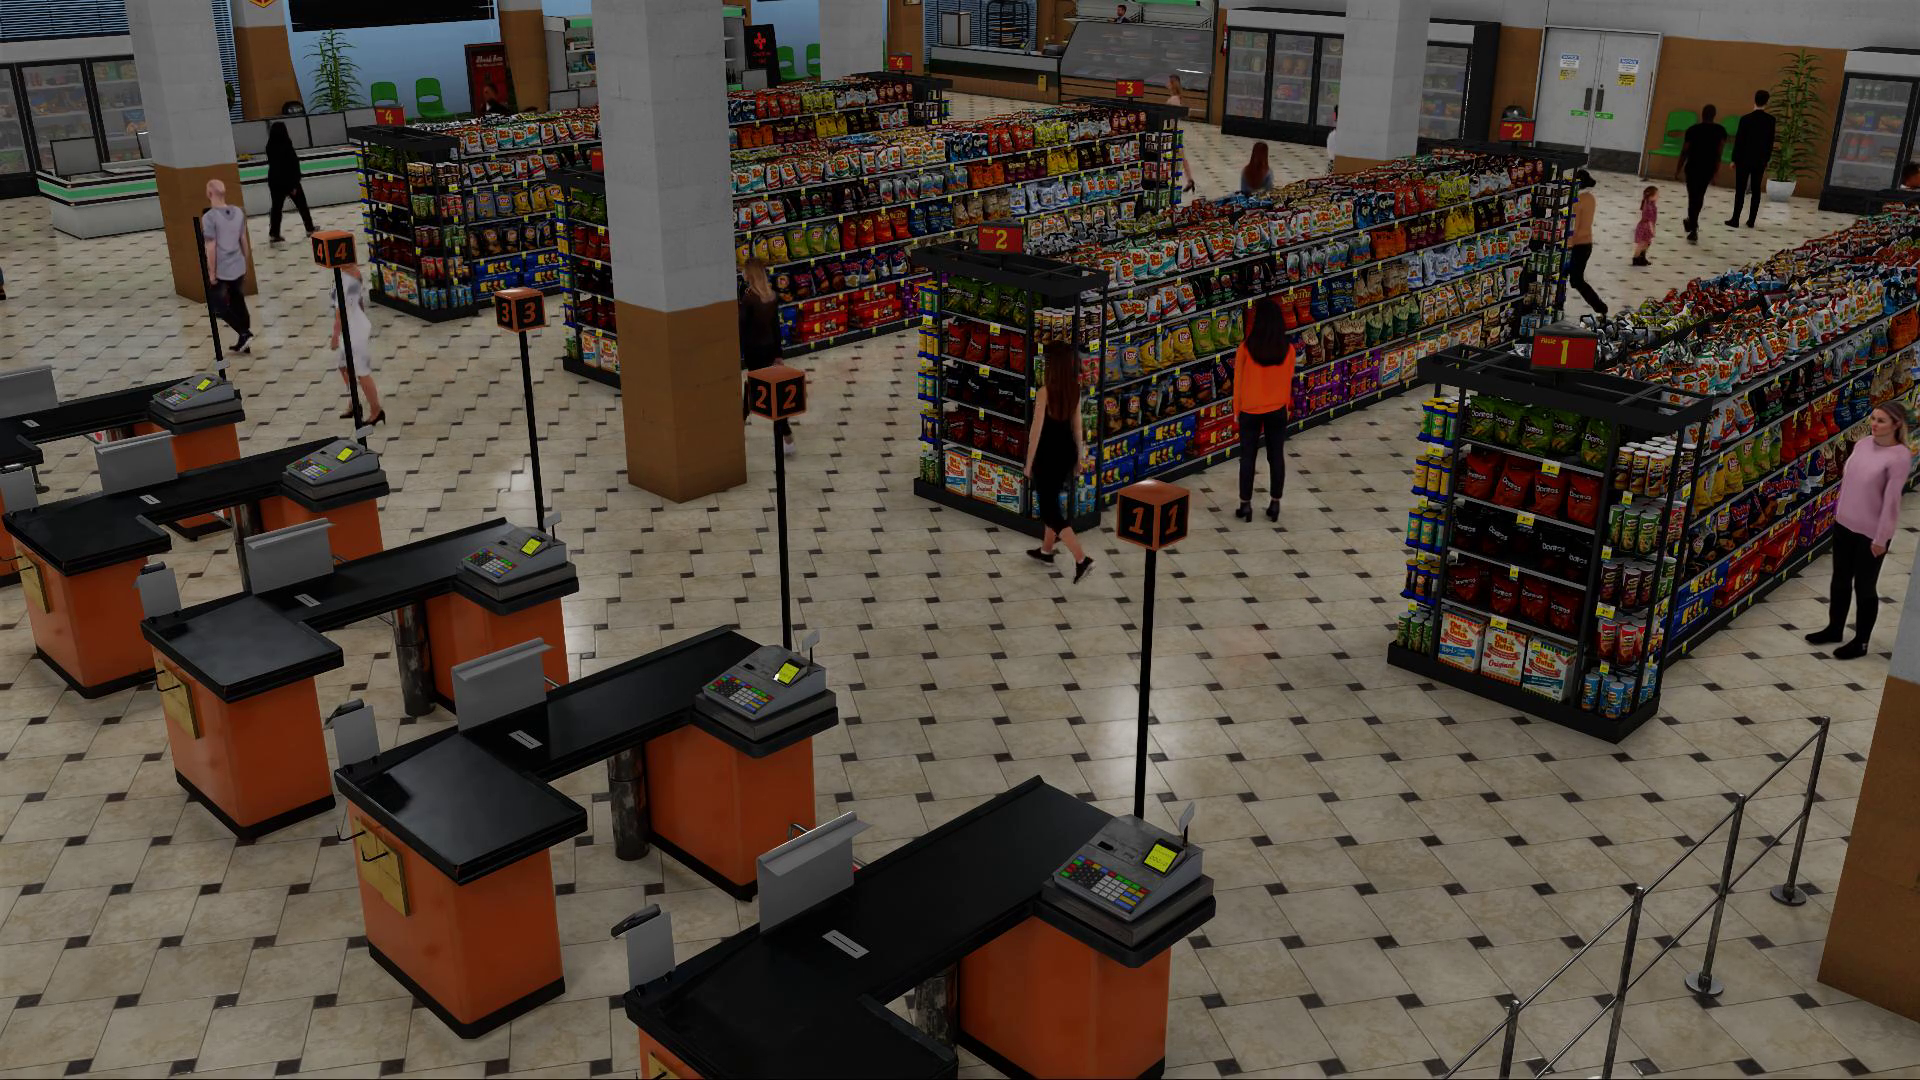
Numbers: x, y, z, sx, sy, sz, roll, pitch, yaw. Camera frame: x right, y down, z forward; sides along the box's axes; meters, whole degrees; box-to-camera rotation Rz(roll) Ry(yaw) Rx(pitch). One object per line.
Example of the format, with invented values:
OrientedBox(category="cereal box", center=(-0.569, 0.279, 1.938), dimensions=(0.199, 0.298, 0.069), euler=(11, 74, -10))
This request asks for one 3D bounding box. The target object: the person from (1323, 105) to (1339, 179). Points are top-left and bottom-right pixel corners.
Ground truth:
OrientedBox(category="person", center=(5.481, -5.318, 23.634), dimensions=(1.106, 1.632, 1.185), euler=(6, 23, 14))

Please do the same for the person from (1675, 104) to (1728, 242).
OrientedBox(category="person", center=(9.985, -4.909, 22.430), dimensions=(1.135, 1.770, 1.281), euler=(3, 22, 8))

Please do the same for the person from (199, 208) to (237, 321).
OrientedBox(category="person", center=(-8.212, -3.049, 18.481), dimensions=(0.765, 1.263, 0.736), euler=(5, 22, 12))

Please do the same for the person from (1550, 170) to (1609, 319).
OrientedBox(category="person", center=(6.737, -3.115, 18.017), dimensions=(0.939, 1.732, 0.728), euler=(-19, 29, -40))

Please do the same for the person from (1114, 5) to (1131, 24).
OrientedBox(category="person", center=(3.718, -11.424, 38.513), dimensions=(0.614, 1.868, 0.570), euler=(20, 29, 41))

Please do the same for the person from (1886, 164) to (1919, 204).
OrientedBox(category="person", center=(9.666, -2.972, 17.454), dimensions=(1.075, 1.887, 1.263), euler=(9, 24, 22))

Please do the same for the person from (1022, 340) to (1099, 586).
OrientedBox(category="person", center=(0.718, -0.517, 11.587), dimensions=(0.987, 1.704, 0.637), euler=(-19, 29, -39))

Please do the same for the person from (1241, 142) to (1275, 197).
OrientedBox(category="person", center=(3.551, -3.939, 20.118), dimensions=(0.647, 1.694, 0.808), euler=(18, 28, 38))

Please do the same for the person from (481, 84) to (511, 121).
OrientedBox(category="person", center=(-6.620, -5.629, 24.047), dimensions=(0.763, 1.901, 0.728), euler=(16, 27, 34))

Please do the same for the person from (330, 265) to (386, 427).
OrientedBox(category="person", center=(-5.338, -1.850, 14.863), dimensions=(0.804, 1.736, 0.741), euler=(-3, 22, -8))

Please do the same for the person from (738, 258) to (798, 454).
OrientedBox(category="person", center=(-1.639, -1.512, 14.141), dimensions=(0.879, 1.646, 1.133), euler=(12, 25, 28))

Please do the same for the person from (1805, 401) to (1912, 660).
OrientedBox(category="person", center=(5.732, -0.081, 10.526), dimensions=(0.707, 1.687, 0.683), euler=(-4, 22, -11))

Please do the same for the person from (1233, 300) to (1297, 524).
OrientedBox(category="person", center=(2.314, -0.975, 12.669), dimensions=(0.687, 1.748, 0.765), euler=(-2, 22, -5))

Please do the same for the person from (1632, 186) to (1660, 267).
OrientedBox(category="person", center=(8.673, -3.984, 21.143), dimensions=(0.562, 1.013, 0.486), euler=(7, 23, 16))

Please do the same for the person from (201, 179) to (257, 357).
OrientedBox(category="person", center=(-7.427, -2.747, 16.979), dimensions=(0.877, 1.822, 0.824), euler=(10, 24, 23))

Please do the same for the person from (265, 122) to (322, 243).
OrientedBox(category="person", center=(-9.115, -4.751, 22.300), dimensions=(0.987, 1.574, 1.200), euler=(6, 23, 15))

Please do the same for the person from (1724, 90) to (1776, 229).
OrientedBox(category="person", center=(11.130, -5.354, 23.373), dimensions=(0.791, 1.893, 0.830), euler=(2, 22, 5))
